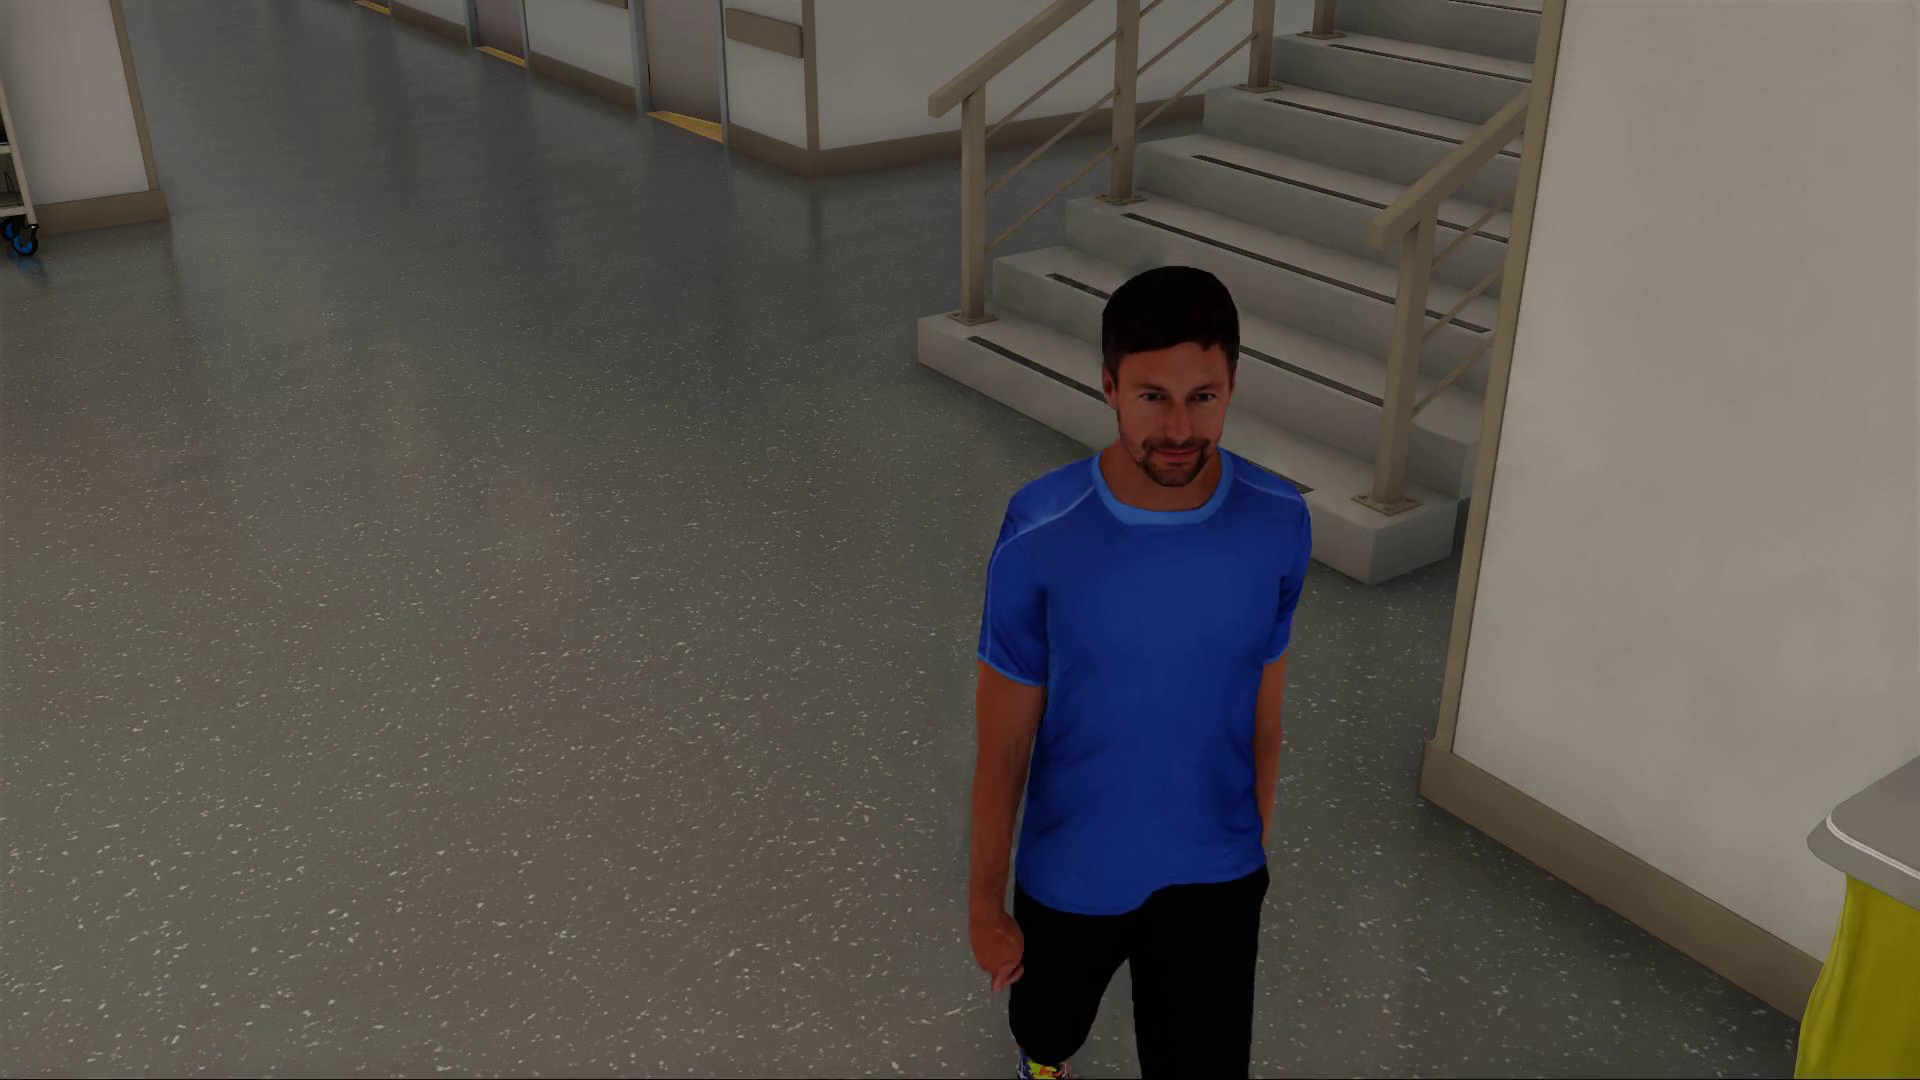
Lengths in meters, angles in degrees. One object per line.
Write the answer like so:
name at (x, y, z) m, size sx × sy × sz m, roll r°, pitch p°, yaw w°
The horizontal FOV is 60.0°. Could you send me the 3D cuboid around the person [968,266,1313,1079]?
person at (0.246, 0.460, 2.579) m, size 1.229 × 1.834 × 1.099 m, roll -2°, pitch 26°, yaw -4°
